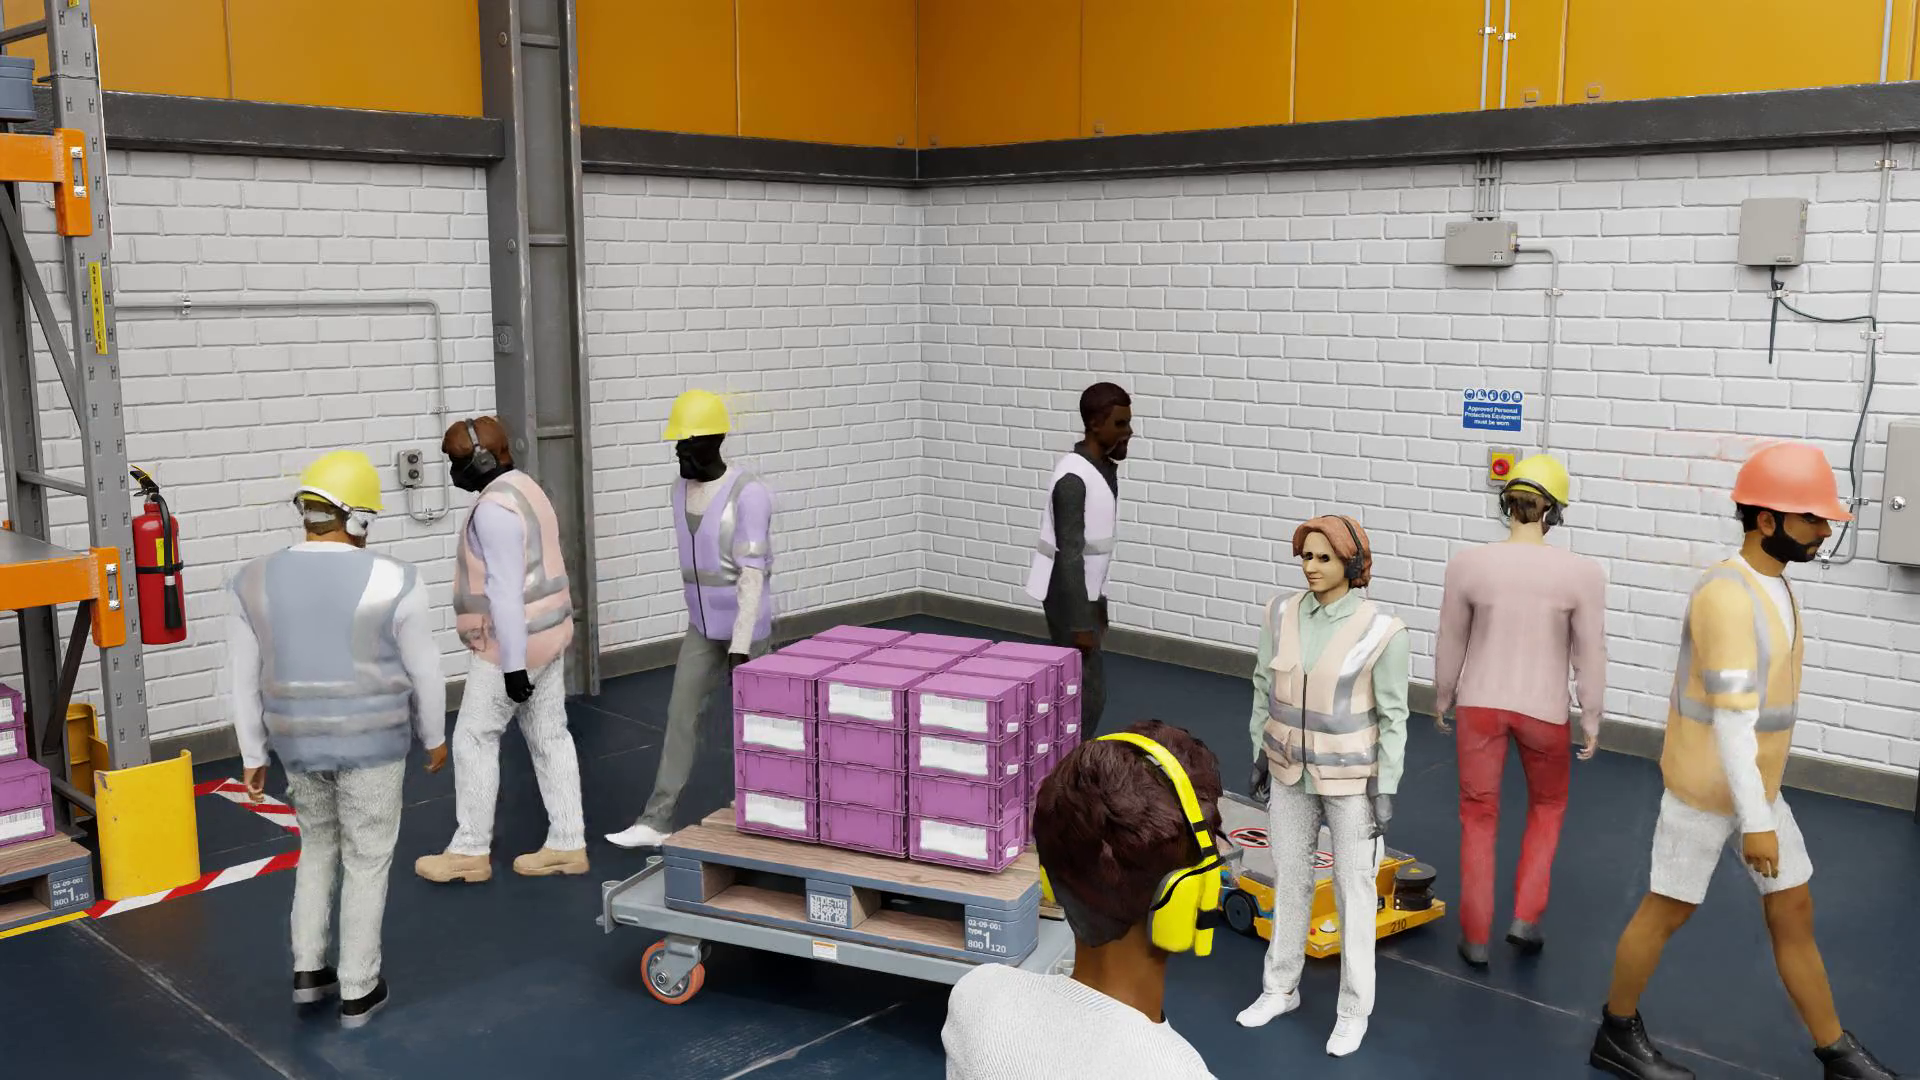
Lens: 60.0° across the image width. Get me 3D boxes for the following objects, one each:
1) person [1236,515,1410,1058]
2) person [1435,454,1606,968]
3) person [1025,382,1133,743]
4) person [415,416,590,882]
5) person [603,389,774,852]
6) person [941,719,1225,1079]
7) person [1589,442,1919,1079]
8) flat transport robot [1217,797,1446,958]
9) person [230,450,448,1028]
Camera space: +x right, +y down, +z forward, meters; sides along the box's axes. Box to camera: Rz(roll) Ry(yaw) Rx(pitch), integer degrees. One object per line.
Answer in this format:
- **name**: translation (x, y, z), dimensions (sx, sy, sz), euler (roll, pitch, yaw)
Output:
- **person**: translation (1.104, 0.731, 5.052), dimensions (0.512, 1.642, 0.311), euler (8, 12, 42)
- **person**: translation (1.883, 0.580, 5.649), dimensions (0.557, 1.733, 0.488), euler (4, 10, 22)
- **person**: translation (0.516, 0.275, 7.099), dimensions (0.451, 1.898, 0.586), euler (3, 10, 17)
- **person**: translation (-1.812, 0.426, 6.422), dimensions (0.770, 1.803, 0.644), euler (0, 9, 1)
- **person**: translation (-1.014, 0.347, 6.662), dimensions (0.605, 1.882, 0.929), euler (8, 12, 39)
- **person**: translation (0.187, 1.125, 1.944), dimensions (0.318, 1.868, 0.531), euler (-8, 12, -39)
- **person**: translation (2.235, 0.685, 4.562), dimensions (0.960, 1.887, 0.563), euler (9, 13, 43)
- **flat transport robot**: translation (1.063, 1.205, 6.338), dimensions (0.652, 0.197, 1.431), euler (-7, 11, -35)
- **person**: translation (-1.912, 0.622, 5.211), dimensions (0.605, 1.808, 0.488), euler (0, 9, 2)
